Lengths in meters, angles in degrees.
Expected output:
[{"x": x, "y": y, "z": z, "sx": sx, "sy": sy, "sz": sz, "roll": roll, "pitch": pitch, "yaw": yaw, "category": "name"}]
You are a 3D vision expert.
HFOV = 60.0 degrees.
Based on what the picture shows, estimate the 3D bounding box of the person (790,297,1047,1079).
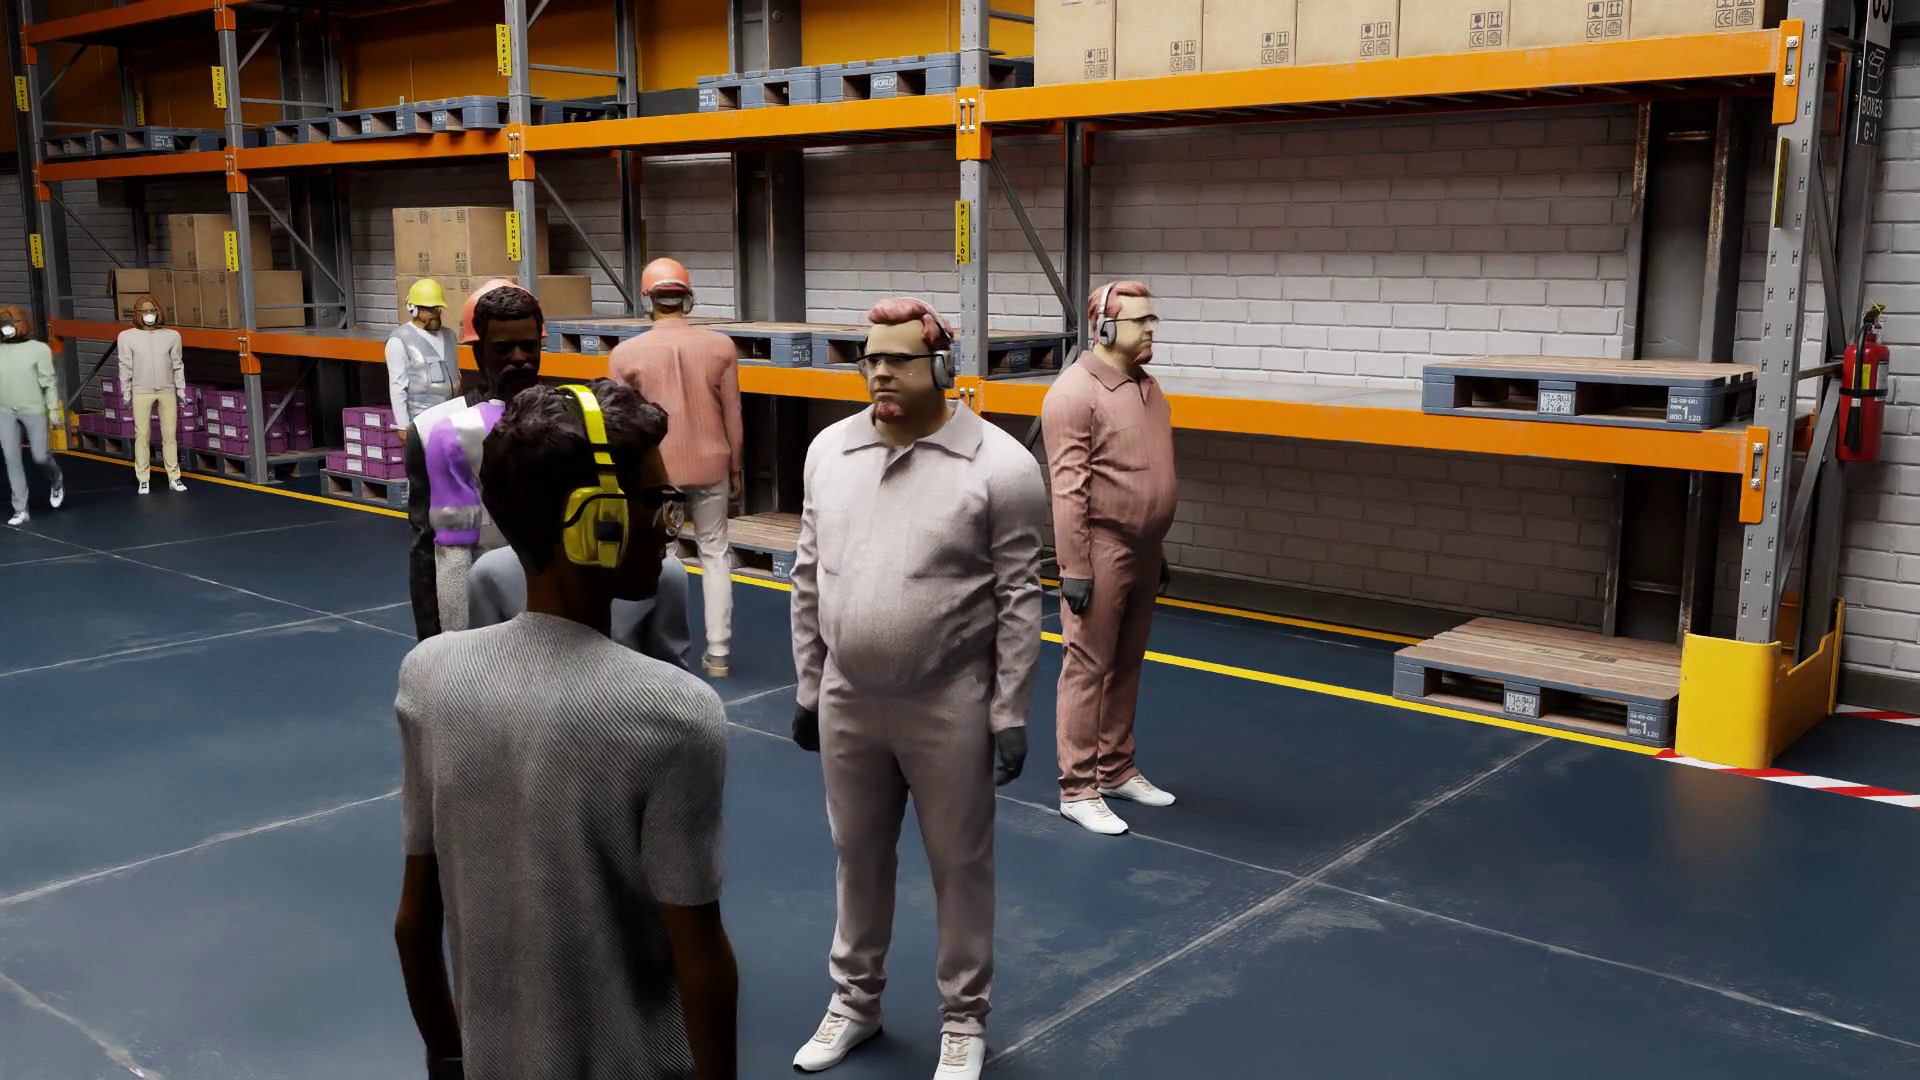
[{"x": -0.131, "y": 0.381, "z": 3.992, "sx": 0.637, "sy": 1.911, "sz": 0.403, "roll": 4, "pitch": 11, "yaw": 22, "category": "person"}]

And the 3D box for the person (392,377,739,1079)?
[{"x": -0.474, "y": 0.732, "z": 2.123, "sx": 0.517, "sy": 1.864, "sz": 0.334, "roll": 5, "pitch": 11, "yaw": 27, "category": "person"}]

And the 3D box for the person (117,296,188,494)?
[{"x": -6.671, "y": -1.199, "z": 13.768, "sx": 0.507, "sy": 1.633, "sz": 0.278, "roll": -8, "pitch": 13, "yaw": -38, "category": "person"}]

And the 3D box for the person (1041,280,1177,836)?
[{"x": 0.558, "y": 0.053, "z": 5.852, "sx": 0.410, "sy": 1.913, "sz": 0.642, "roll": 7, "pitch": 12, "yaw": 34, "category": "person"}]

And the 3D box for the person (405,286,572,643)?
[{"x": -1.248, "y": 0.247, "z": 4.720, "sx": 0.598, "sy": 1.917, "sz": 0.378, "roll": -6, "pitch": 12, "yaw": -33, "category": "person"}]

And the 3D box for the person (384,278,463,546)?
[{"x": -3.559, "y": -0.839, "z": 11.191, "sx": 0.403, "sy": 1.824, "sz": 0.589, "roll": 5, "pitch": 11, "yaw": 27, "category": "person"}]

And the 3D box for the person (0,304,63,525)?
[{"x": -6.953, "y": -0.944, "z": 12.373, "sx": 0.504, "sy": 1.616, "sz": 0.594, "roll": -1, "pitch": 10, "yaw": -8, "category": "person"}]

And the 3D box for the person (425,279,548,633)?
[{"x": -1.252, "y": 0.235, "z": 4.746, "sx": 0.549, "sy": 1.934, "sz": 0.374, "roll": -9, "pitch": 13, "yaw": -40, "category": "person"}]

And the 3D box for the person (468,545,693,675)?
[{"x": -0.857, "y": 0.549, "z": 3.812, "sx": 0.501, "sy": 1.633, "sz": 0.283, "roll": -1, "pitch": 10, "yaw": -8, "category": "person"}]

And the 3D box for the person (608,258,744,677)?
[{"x": -1.336, "y": -0.321, "z": 7.802, "sx": 0.638, "sy": 1.970, "sz": 0.454, "roll": -3, "pitch": 10, "yaw": -16, "category": "person"}]
